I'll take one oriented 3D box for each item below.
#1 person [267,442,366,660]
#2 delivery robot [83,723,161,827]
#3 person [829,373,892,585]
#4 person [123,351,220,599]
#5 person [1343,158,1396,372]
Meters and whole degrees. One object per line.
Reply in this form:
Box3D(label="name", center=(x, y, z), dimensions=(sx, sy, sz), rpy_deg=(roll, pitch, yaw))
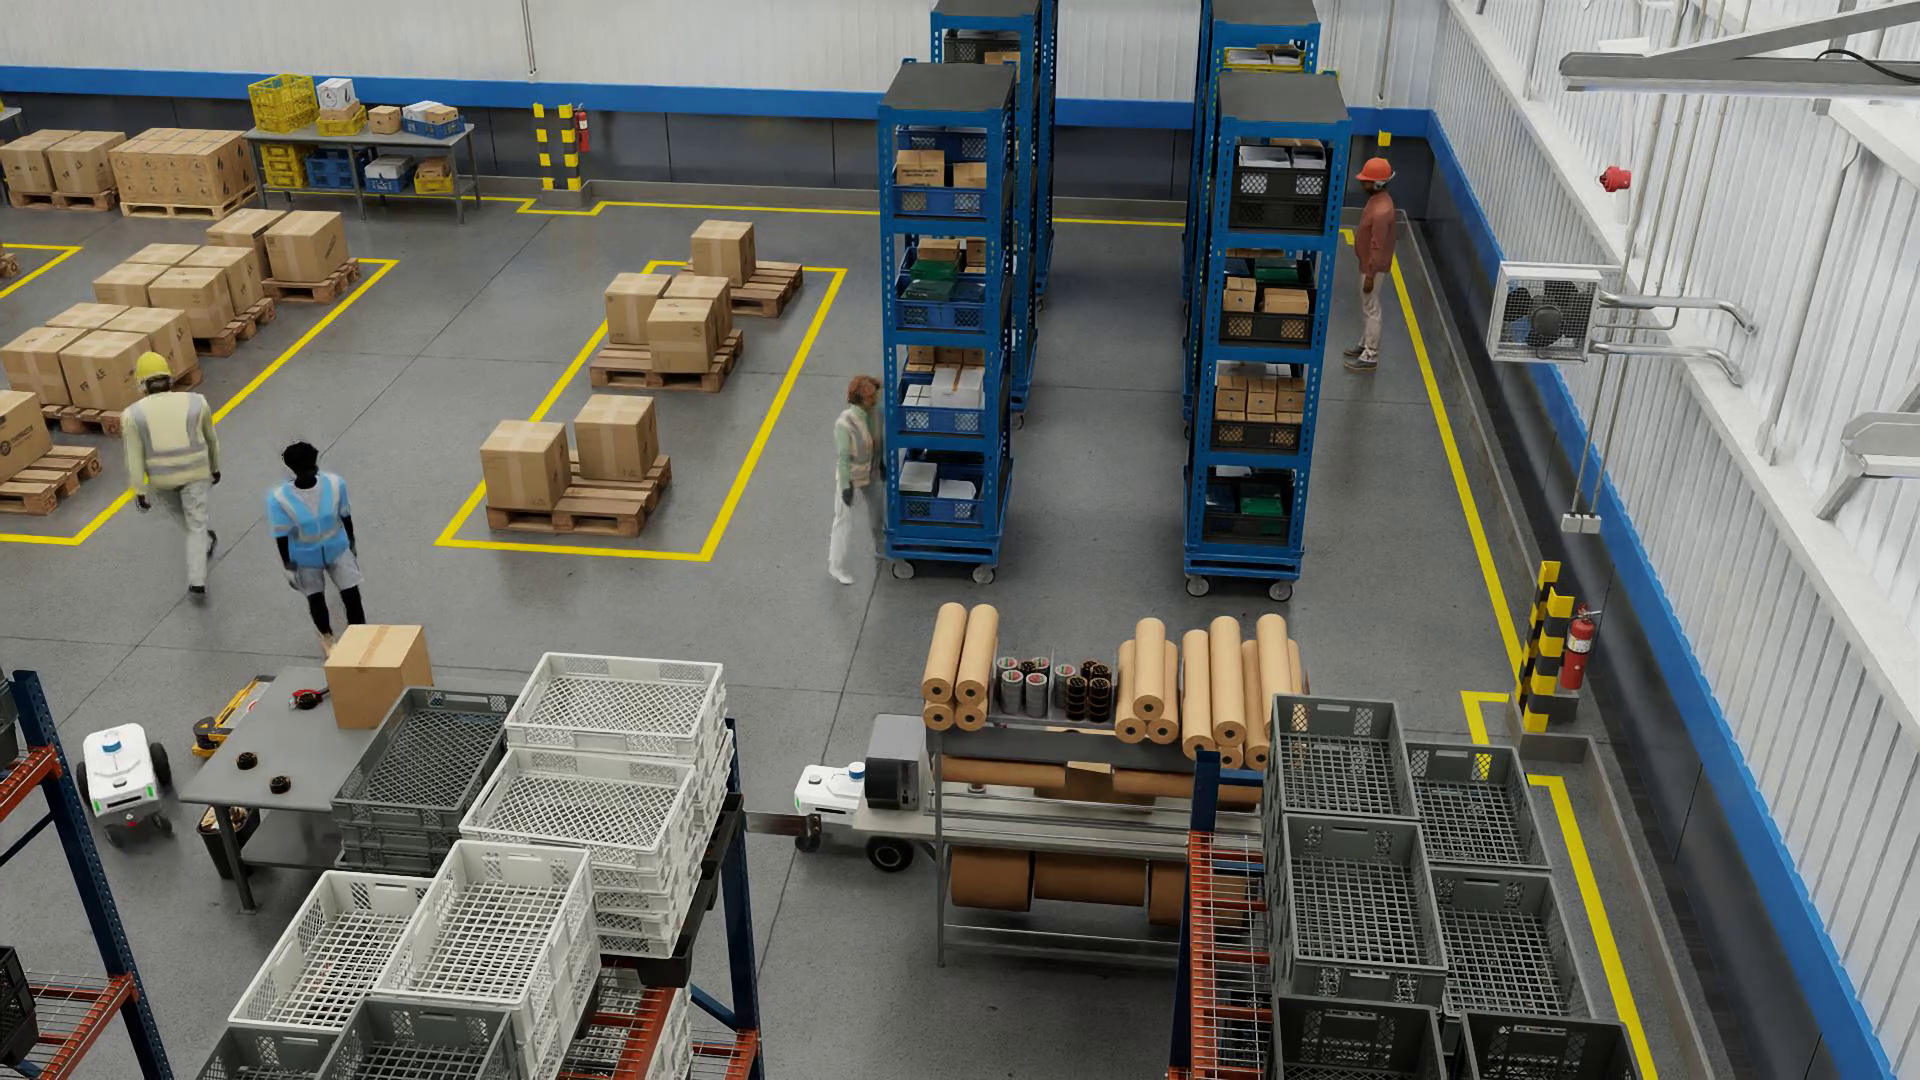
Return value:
Box3D(label="person", center=(-4.209, 0.150, 11.005), dimensions=(0.544, 1.677, 0.701), rpy_deg=(-18, 35, -28))
Box3D(label="delivery robot", center=(-4.996, 1.386, 9.896), dimensions=(0.477, 0.478, 0.707), rpy_deg=(-15, 33, -24))
Box3D(label="person", center=(-0.720, -0.472, 12.123), dimensions=(0.329, 1.629, 0.540), rpy_deg=(19, 35, 29))
Box3D(label="person", center=(-5.644, -0.478, 12.010), dimensions=(0.602, 1.764, 0.966), rpy_deg=(-12, 32, -19))
Box3D(label="person", center=(3.767, -2.547, 15.334), dimensions=(0.415, 1.984, 0.613), rpy_deg=(5, 31, 8))
